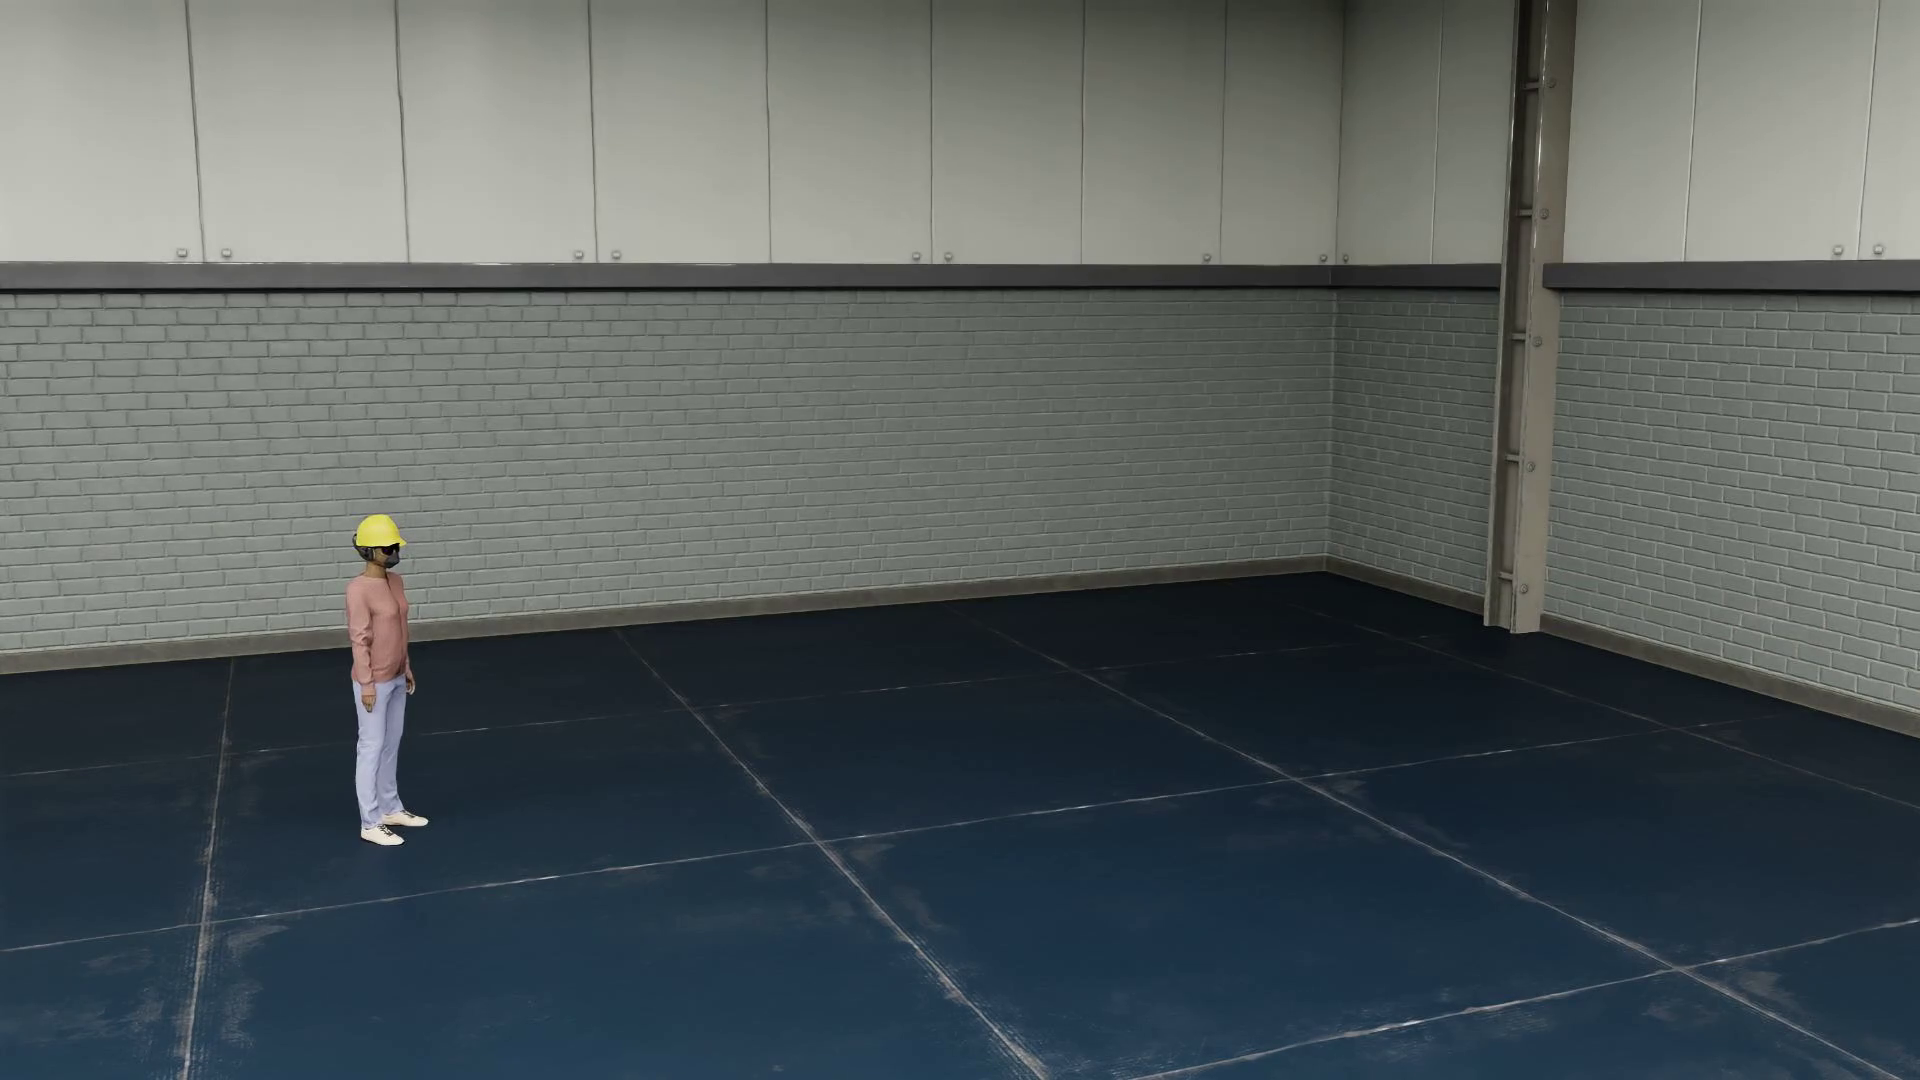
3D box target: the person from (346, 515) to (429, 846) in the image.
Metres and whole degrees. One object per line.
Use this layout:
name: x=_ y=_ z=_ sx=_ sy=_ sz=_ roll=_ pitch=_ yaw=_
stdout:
person: x=-3.089 y=0.740 z=8.934 sx=0.309 sy=1.769 sz=0.525 roll=1 pitch=9 yaw=6
